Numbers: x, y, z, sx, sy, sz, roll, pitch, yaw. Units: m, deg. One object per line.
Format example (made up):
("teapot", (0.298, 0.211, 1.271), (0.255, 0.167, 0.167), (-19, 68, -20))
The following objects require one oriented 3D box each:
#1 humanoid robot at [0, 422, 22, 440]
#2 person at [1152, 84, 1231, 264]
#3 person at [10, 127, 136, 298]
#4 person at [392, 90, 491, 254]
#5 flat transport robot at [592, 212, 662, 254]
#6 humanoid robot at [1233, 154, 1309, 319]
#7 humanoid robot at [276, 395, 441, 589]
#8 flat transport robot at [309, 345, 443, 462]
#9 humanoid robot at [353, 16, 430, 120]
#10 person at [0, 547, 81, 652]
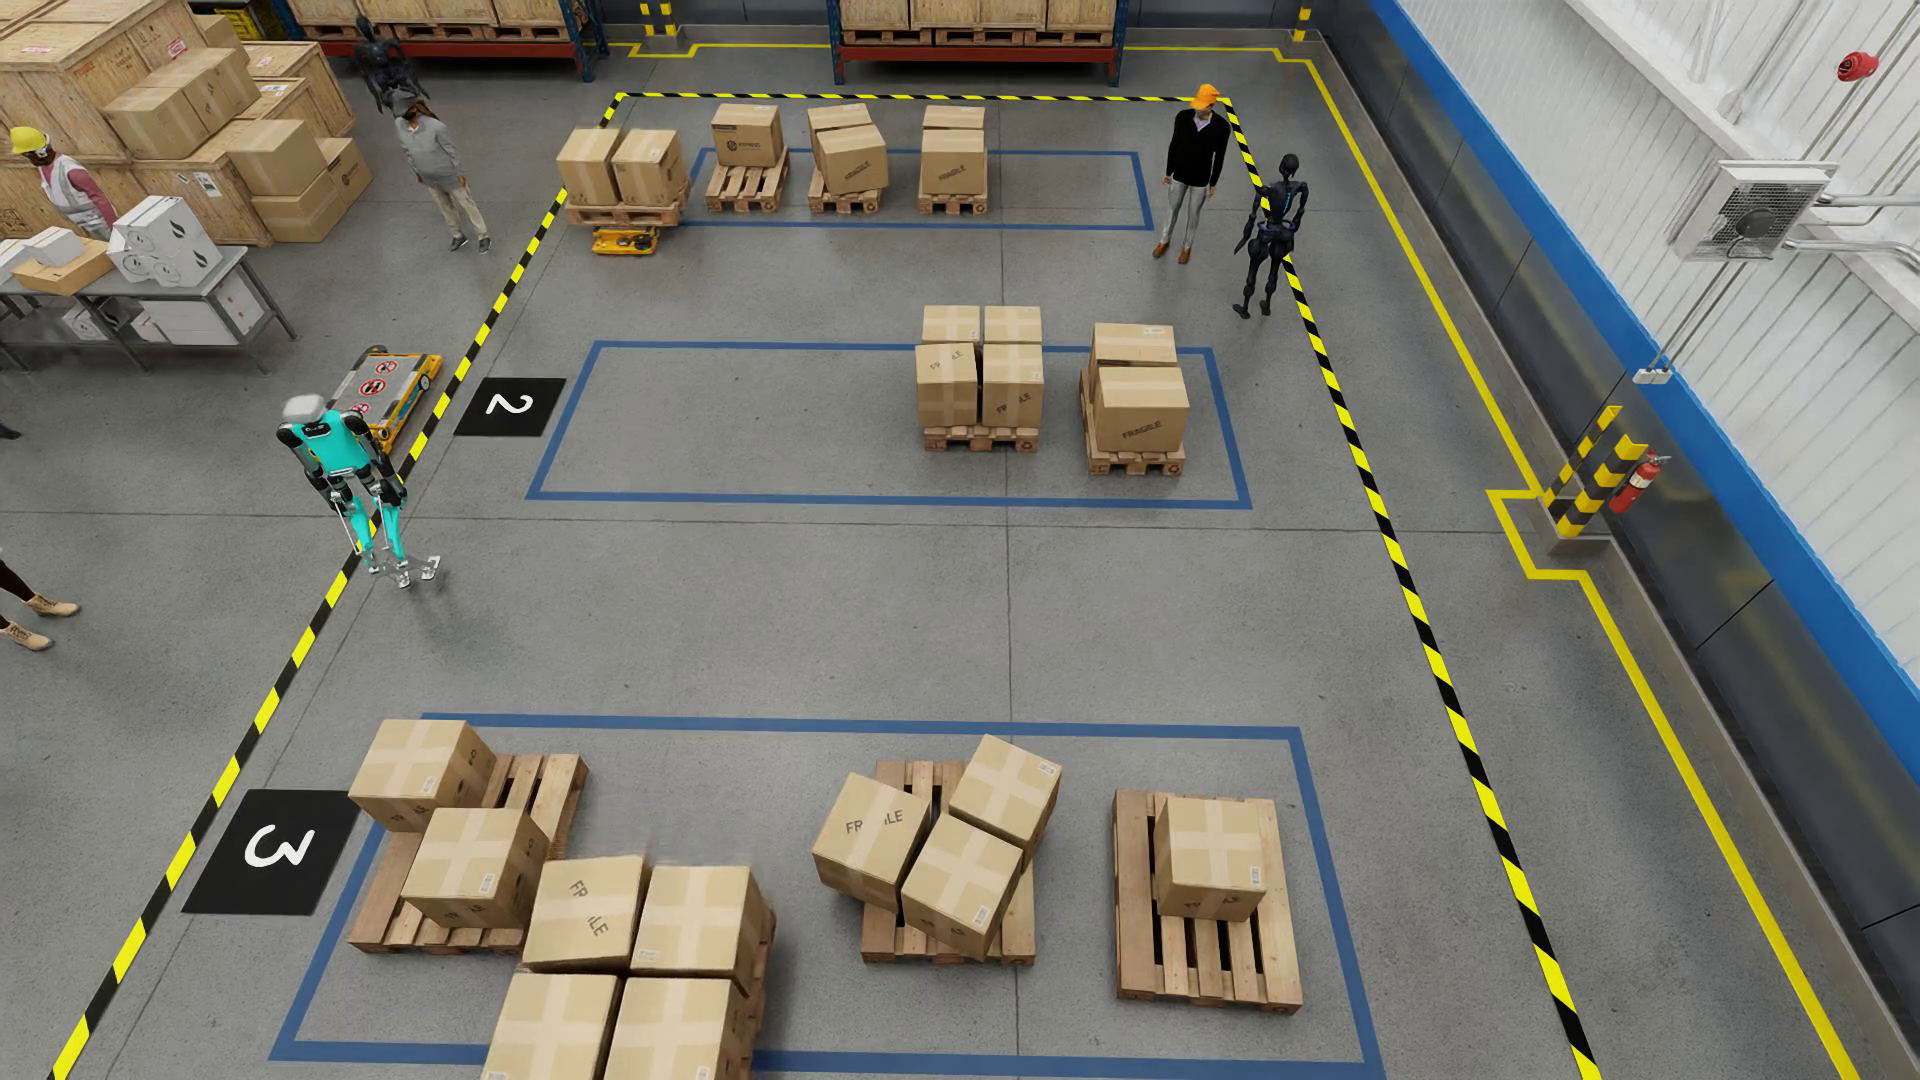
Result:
("humanoid robot", (-8.782, -1.459, 7.682), (0.527, 1.638, 0.613), (10, 50, 8))
("person", (2.398, -3.768, 9.503), (0.586, 1.877, 0.394), (23, 54, 18))
("person", (-8.535, -3.176, 9.031), (0.592, 1.828, 0.403), (21, 53, 17))
("person", (-5.472, -3.858, 9.651), (0.569, 1.761, 0.405), (6, 50, 5))
("flat transport robot", (-3.723, -3.760, 10.531), (0.652, 0.197, 1.431), (1, 50, 1))
("humanoid robot", (3.011, -2.936, 8.919), (0.599, 1.657, 0.315), (-6, 50, -5))
("humanoid robot", (-4.243, -0.207, 6.493), (0.533, 1.677, 0.735), (-13, 51, -11))
("flat transport robot", (-5.383, -1.269, 8.441), (0.659, 0.231, 1.431), (1, 50, 1))
("humanoid robot", (-6.789, -5.445, 11.055), (0.603, 1.645, 0.347), (-25, 54, -20))
("person", (-6.908, 0.001, 6.207), (0.385, 2.039, 0.613), (3, 50, 2))
